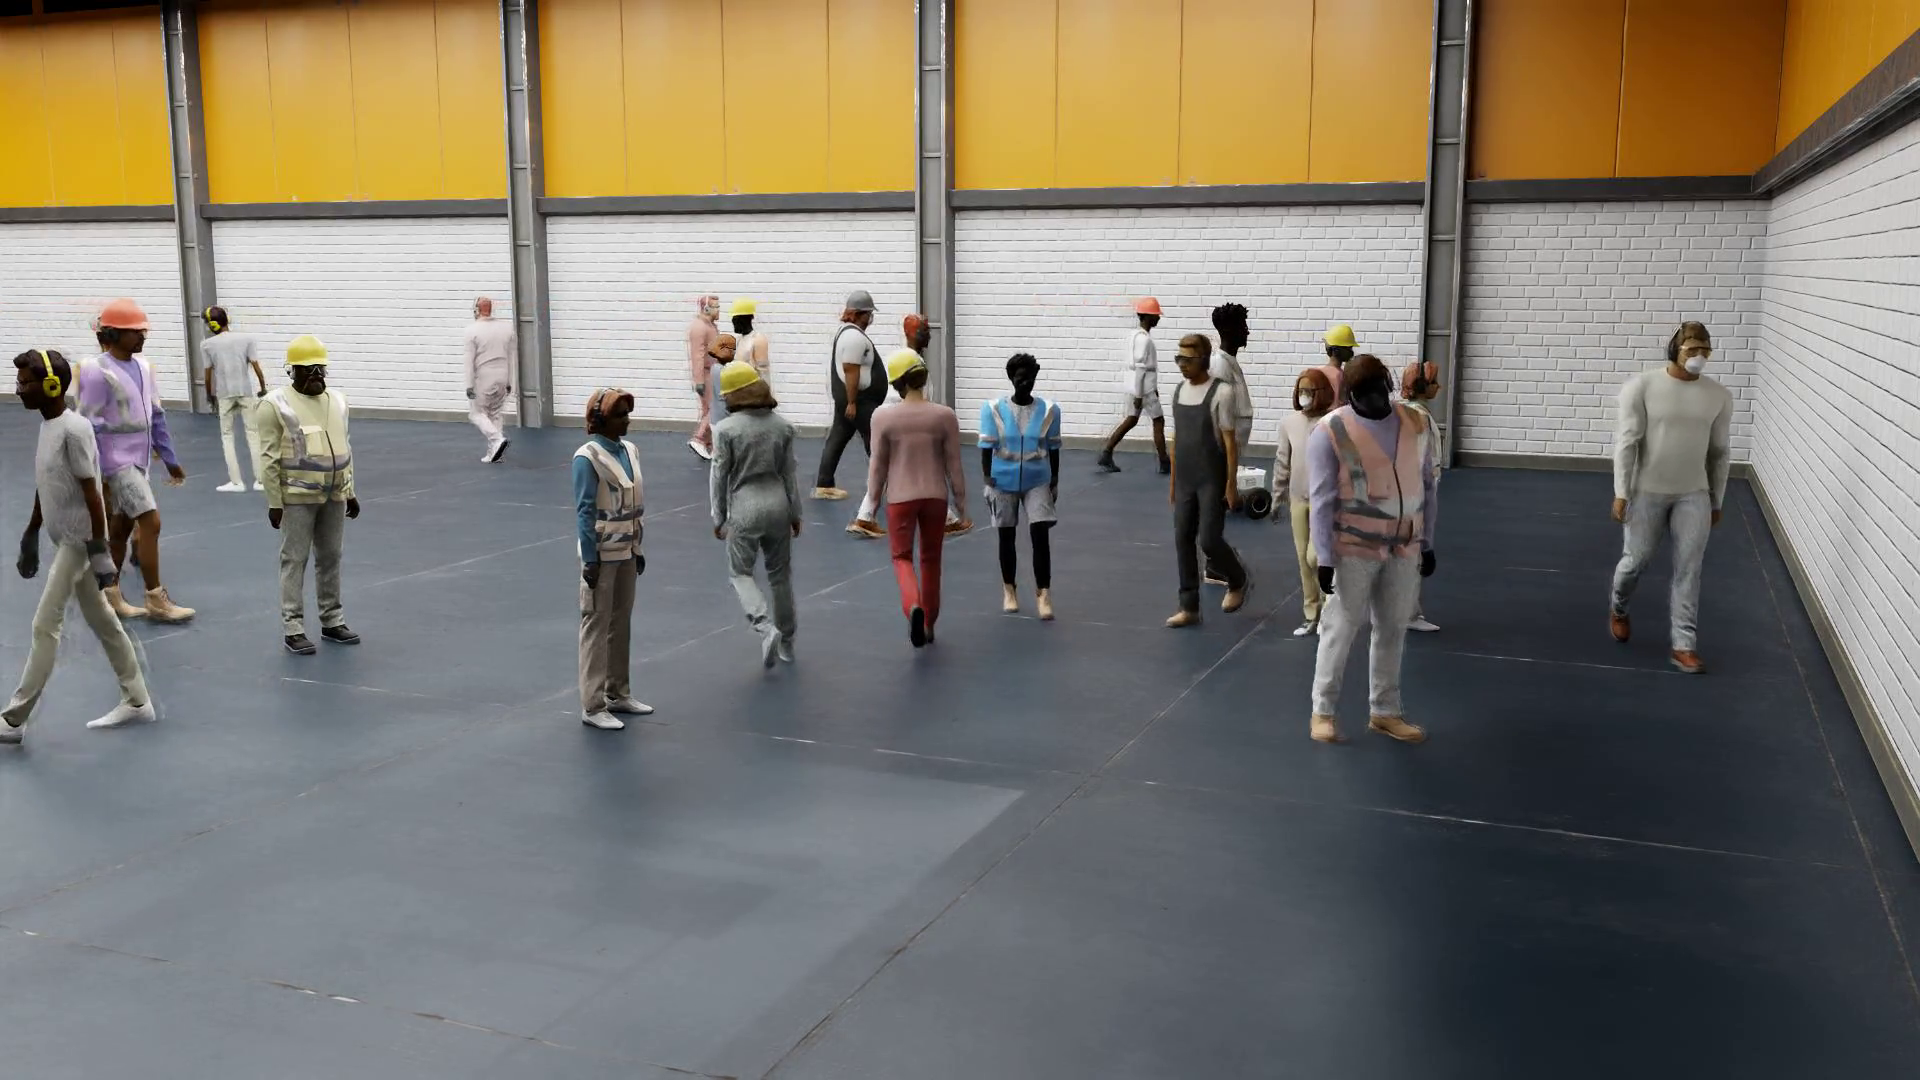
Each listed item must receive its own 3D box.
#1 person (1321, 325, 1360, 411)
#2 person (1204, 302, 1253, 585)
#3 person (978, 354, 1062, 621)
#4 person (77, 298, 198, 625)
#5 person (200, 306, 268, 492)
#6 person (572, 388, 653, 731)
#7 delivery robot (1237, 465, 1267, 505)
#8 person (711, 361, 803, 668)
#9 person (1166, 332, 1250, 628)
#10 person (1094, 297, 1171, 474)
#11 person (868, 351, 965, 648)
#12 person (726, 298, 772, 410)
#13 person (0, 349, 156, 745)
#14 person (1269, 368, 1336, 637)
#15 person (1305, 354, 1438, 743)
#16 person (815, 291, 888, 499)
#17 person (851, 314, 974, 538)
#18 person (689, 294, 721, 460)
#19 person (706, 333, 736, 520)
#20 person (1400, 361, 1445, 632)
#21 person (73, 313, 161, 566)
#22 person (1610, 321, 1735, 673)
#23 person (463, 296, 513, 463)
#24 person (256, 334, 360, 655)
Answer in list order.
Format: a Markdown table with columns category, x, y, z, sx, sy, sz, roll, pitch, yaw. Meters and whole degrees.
| category | x | y | z | sx | sy | sz | roll | pitch | yaw |
| --- | --- | --- | --- | --- | --- | --- | --- | --- | --- |
| person | 2.900 | -0.772 | 12.851 | 0.320 | 1.767 | 0.534 | 0 | 9 | 1 |
| person | 1.866 | -0.674 | 11.648 | 0.361 | 1.965 | 0.612 | 2 | 10 | 10 |
| person | 0.383 | -0.322 | 10.414 | 0.539 | 1.666 | 0.763 | 0 | 9 | -1 |
| person | -5.057 | -0.480 | 10.314 | 0.837 | 2.010 | 0.616 | 0 | 9 | 0 |
| person | -7.071 | -1.385 | 16.392 | 0.697 | 1.836 | 0.315 | -5 | 11 | -28 |
| person | -1.688 | 0.084 | 8.050 | 0.310 | 1.638 | 0.522 | 3 | 10 | 17 |
| delivery robot | 2.330 | -0.516 | 14.680 | 0.707 | 0.478 | 0.477 | -3 | 10 | -15 |
| person | -1.088 | -0.124 | 9.115 | 0.527 | 1.708 | 0.572 | -6 | 11 | -30 |
| person | 1.544 | -0.371 | 10.253 | 0.577 | 1.824 | 0.546 | -8 | 13 | -42 |
| person | 1.915 | -1.640 | 17.717 | 0.963 | 1.903 | 0.543 | 0 | 9 | -2 |
| person | -0.239 | -0.219 | 9.589 | 0.560 | 1.730 | 0.658 | -2 | 10 | -11 |
| person | -2.113 | -1.402 | 16.249 | 0.666 | 1.904 | 0.589 | -4 | 10 | -24 |
| person | -4.276 | 0.037 | 7.748 | 0.924 | 1.825 | 0.566 | -7 | 12 | -38 |
| person | 2.096 | -0.211 | 9.883 | 0.514 | 1.615 | 0.377 | 9 | 13 | 44 |
| person | 1.916 | 0.050 | 7.752 | 0.668 | 1.814 | 0.446 | -3 | 10 | -18 |
| person | -0.924 | -1.389 | 15.761 | 1.005 | 2.000 | 0.701 | -2 | 10 | -13 |
| person | -0.426 | -0.916 | 13.552 | 1.038 | 1.833 | 0.588 | -4 | 10 | -20 |
| person | -2.825 | -1.833 | 18.888 | 0.432 | 1.891 | 0.676 | 1 | 9 | 4 |
| person | -2.066 | -0.990 | 14.568 | 0.282 | 1.633 | 0.498 | -2 | 10 | -13 |
| person | 2.779 | -0.269 | 10.181 | 0.309 | 1.641 | 0.514 | 0 | 9 | 1 |
| person | -6.329 | -0.779 | 12.533 | 0.575 | 1.881 | 0.996 | -5 | 11 | -29 |
| person | 3.951 | -0.262 | 9.286 | 0.659 | 1.920 | 0.769 | 1 | 9 | 4 |
| person | -5.235 | -1.774 | 18.568 | 0.562 | 1.889 | 0.653 | 7 | 12 | 37 |
| person | -3.731 | -0.270 | 9.606 | 0.403 | 1.830 | 0.599 | 6 | 11 | 32 |
